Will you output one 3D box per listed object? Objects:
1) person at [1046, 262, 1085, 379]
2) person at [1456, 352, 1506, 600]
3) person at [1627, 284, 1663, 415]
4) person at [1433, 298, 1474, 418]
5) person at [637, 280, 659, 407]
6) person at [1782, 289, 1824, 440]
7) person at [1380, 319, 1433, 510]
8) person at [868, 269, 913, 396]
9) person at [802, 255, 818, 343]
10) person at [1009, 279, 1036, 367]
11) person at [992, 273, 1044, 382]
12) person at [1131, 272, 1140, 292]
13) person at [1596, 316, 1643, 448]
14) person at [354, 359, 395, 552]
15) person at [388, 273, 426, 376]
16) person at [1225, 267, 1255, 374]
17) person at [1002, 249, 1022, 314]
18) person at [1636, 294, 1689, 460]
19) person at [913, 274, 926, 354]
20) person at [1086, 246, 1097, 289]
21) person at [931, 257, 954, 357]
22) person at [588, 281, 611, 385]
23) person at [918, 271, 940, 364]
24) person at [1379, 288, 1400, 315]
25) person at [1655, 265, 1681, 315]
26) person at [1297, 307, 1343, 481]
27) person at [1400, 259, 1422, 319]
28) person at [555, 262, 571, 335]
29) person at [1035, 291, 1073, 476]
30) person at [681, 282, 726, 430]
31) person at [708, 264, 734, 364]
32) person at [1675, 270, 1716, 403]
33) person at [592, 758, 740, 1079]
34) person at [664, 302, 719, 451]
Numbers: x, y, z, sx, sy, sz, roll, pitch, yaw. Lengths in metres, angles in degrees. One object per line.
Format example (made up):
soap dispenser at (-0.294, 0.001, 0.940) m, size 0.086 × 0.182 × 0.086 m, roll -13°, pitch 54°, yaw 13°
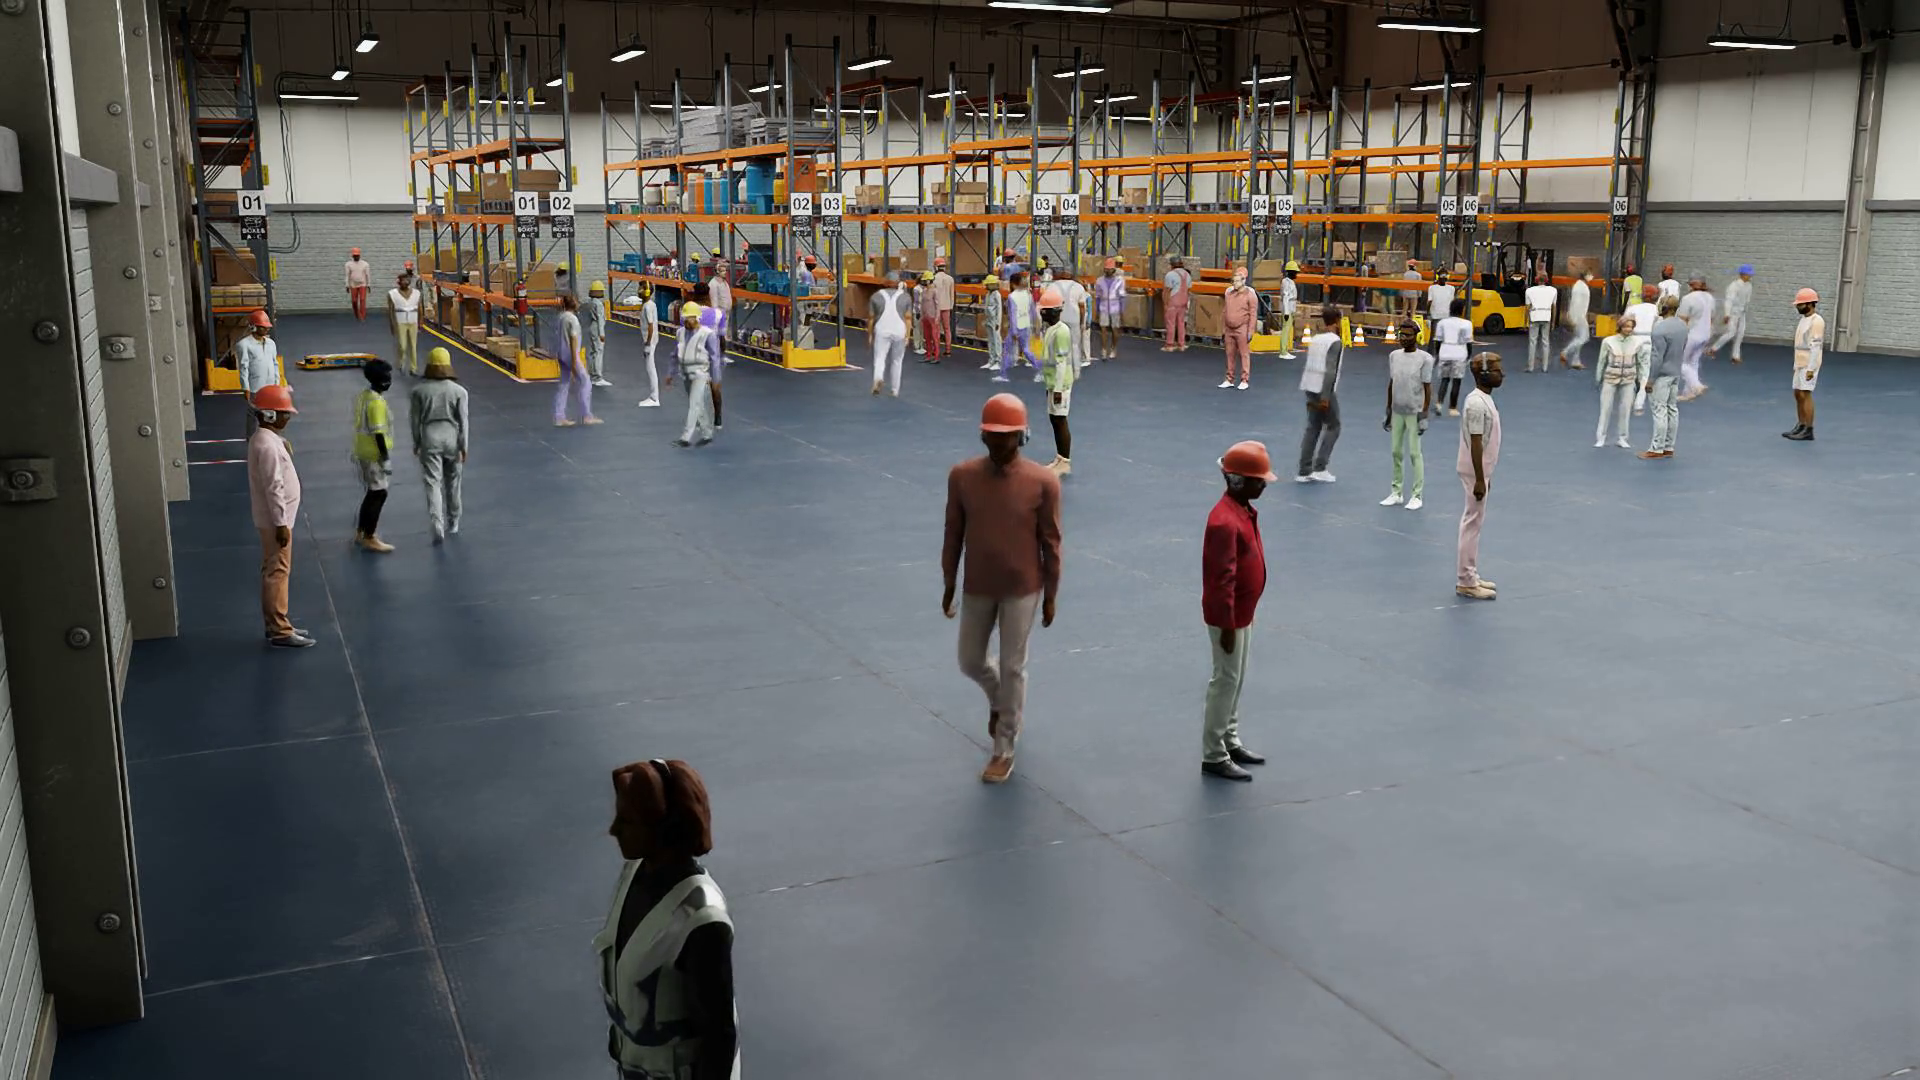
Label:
person at (1.832, -3.808, 28.886) m, size 0.688 × 2.000 × 0.536 m, roll 1°, pitch 11°, yaw 6°
person at (3.912, -0.486, 12.500) m, size 0.345 × 1.847 × 0.507 m, roll 4°, pitch 12°, yaw 19°
person at (9.835, -2.728, 23.857) m, size 0.638 × 1.858 × 0.696 m, roll 9°, pitch 14°, yaw 38°
person at (6.959, -2.571, 23.488) m, size 0.567 × 1.689 × 0.321 m, roll 10°, pitch 15°, yaw 42°
person at (-4.670, -2.931, 24.851) m, size 0.322 × 1.876 × 0.531 m, roll -2°, pitch 11°, yaw -9°
person at (10.749, -2.233, 21.195) m, size 0.389 × 1.923 × 0.549 m, roll 1°, pitch 11°, yaw 7°
person at (4.362, -1.230, 16.249) m, size 0.332 × 1.862 × 0.509 m, roll -9°, pitch 14°, yaw -38°
person at (-1.084, -3.249, 26.043) m, size 0.704 × 2.000 × 0.822 m, roll 0°, pitch 11°, yaw 1°
person at (-3.345, -5.368, 37.072) m, size 0.369 × 1.939 × 0.542 m, roll 0°, pitch 11°, yaw -2°
person at (1.165, -4.048, 31.127) m, size 0.514 × 1.640 × 0.309 m, roll 4°, pitch 12°, yaw 18°
person at (1.030, -3.623, 28.396) m, size 0.922 × 1.877 × 0.577 m, roll 7°, pitch 13°, yaw 33°
person at (5.477, -8.147, 51.972) m, size 0.264 × 1.632 × 0.507 m, roll 7°, pitch 13°, yaw 33°
person at (8.093, -1.934, 20.423) m, size 0.534 × 1.628 × 0.316 m, roll 2°, pitch 11°, yaw 8°
person at (-4.980, -0.720, 14.154) m, size 0.373 × 1.657 × 0.657 m, roll -5°, pitch 12°, yaw -25°
person at (-9.774, -3.803, 29.414) m, size 0.581 × 1.829 × 0.455 m, roll -7°, pitch 13°, yaw -32°
person at (4.954, -3.861, 29.460) m, size 0.541 × 1.928 × 0.398 m, roll 4°, pitch 12°, yaw 22°
person at (1.218, -5.892, 39.521) m, size 0.467 × 2.032 × 0.629 m, roll 9°, pitch 14°, yaw 38°
person at (8.224, -1.899, 19.440) m, size 0.630 × 1.940 × 0.372 m, roll -9°, pitch 14°, yaw -38°
person at (-0.813, -4.642, 34.144) m, size 0.310 × 1.640 × 0.514 m, roll 3°, pitch 12°, yaw 17°
person at (4.238, -8.641, 54.043) m, size 0.466 × 1.805 × 0.702 m, roll 10°, pitch 15°, yaw 42°
person at (-0.402, -4.654, 33.316) m, size 0.627 × 1.990 × 0.394 m, roll -8°, pitch 14°, yaw -35°
person at (-6.074, -3.472, 27.936) m, size 0.324 × 1.743 × 0.490 m, roll -7°, pitch 13°, yaw -32°
person at (-0.590, -4.258, 31.882) m, size 0.341 × 1.763 × 0.534 m, roll -8°, pitch 14°, yaw -35°
person at (10.778, -6.204, 41.831) m, size 0.410 × 1.736 × 0.589 m, roll -10°, pitch 15°, yaw -41°
person at (13.571, -4.336, 31.982) m, size 0.574 × 1.879 × 0.337 m, roll -5°, pitch 12°, yaw -24°
person at (3.871, -1.557, 17.870) m, size 0.550 × 1.868 × 0.618 m, roll -4°, pitch 12°, yaw -18°
person at (11.073, -6.010, 40.809) m, size 0.570 × 1.747 × 0.343 m, roll 9°, pitch 15°, yaw 40°
person at (-9.473, -5.719, 39.463) m, size 0.469 × 1.704 × 0.631 m, roll 2°, pitch 11°, yaw 11°
person at (1.027, -1.718, 18.300) m, size 0.419 × 2.035 × 0.601 m, roll -2°, pitch 11°, yaw -10°
person at (-3.414, -2.451, 22.180) m, size 0.614 × 1.962 × 0.362 m, roll -5°, pitch 12°, yaw -24°
person at (-4.563, -4.329, 31.873) m, size 0.408 × 1.908 × 0.645 m, roll 3°, pitch 11°, yaw 13°
person at (11.090, -3.082, 25.196) m, size 0.697 × 2.000 × 0.599 m, roll -6°, pitch 13°, yaw -29°
person at (-0.677, 1.300, 3.944) m, size 0.313 × 1.642 × 0.513 m, roll -7°, pitch 13°, yaw -30°
person at (-3.311, -1.988, 20.262) m, size 0.593 × 1.788 × 0.895 m, roll 8°, pitch 14°, yaw 35°
